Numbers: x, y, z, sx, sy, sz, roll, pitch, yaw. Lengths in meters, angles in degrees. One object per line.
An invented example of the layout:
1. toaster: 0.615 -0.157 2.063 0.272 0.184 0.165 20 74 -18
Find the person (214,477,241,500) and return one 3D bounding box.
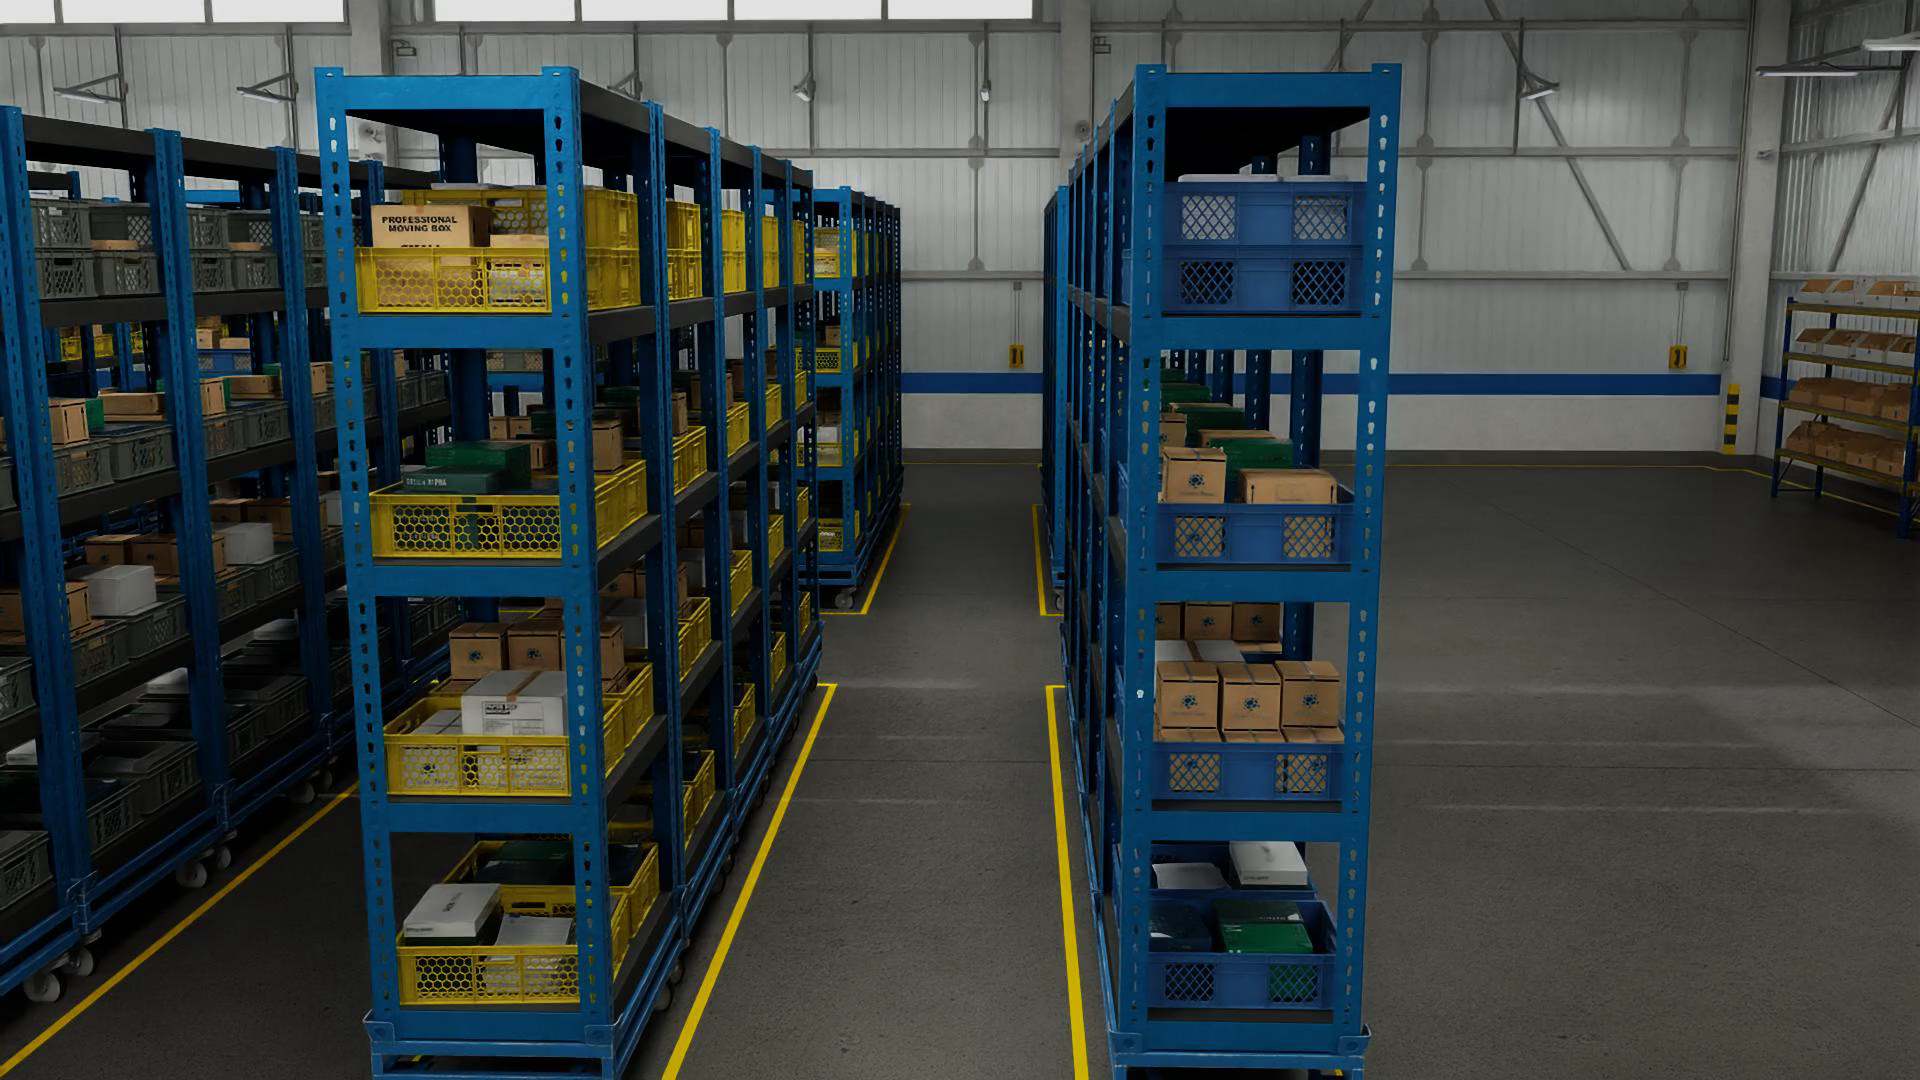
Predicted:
1. person: -7.547 -0.828 16.929 0.437 1.981 0.628 -2 10 -10
